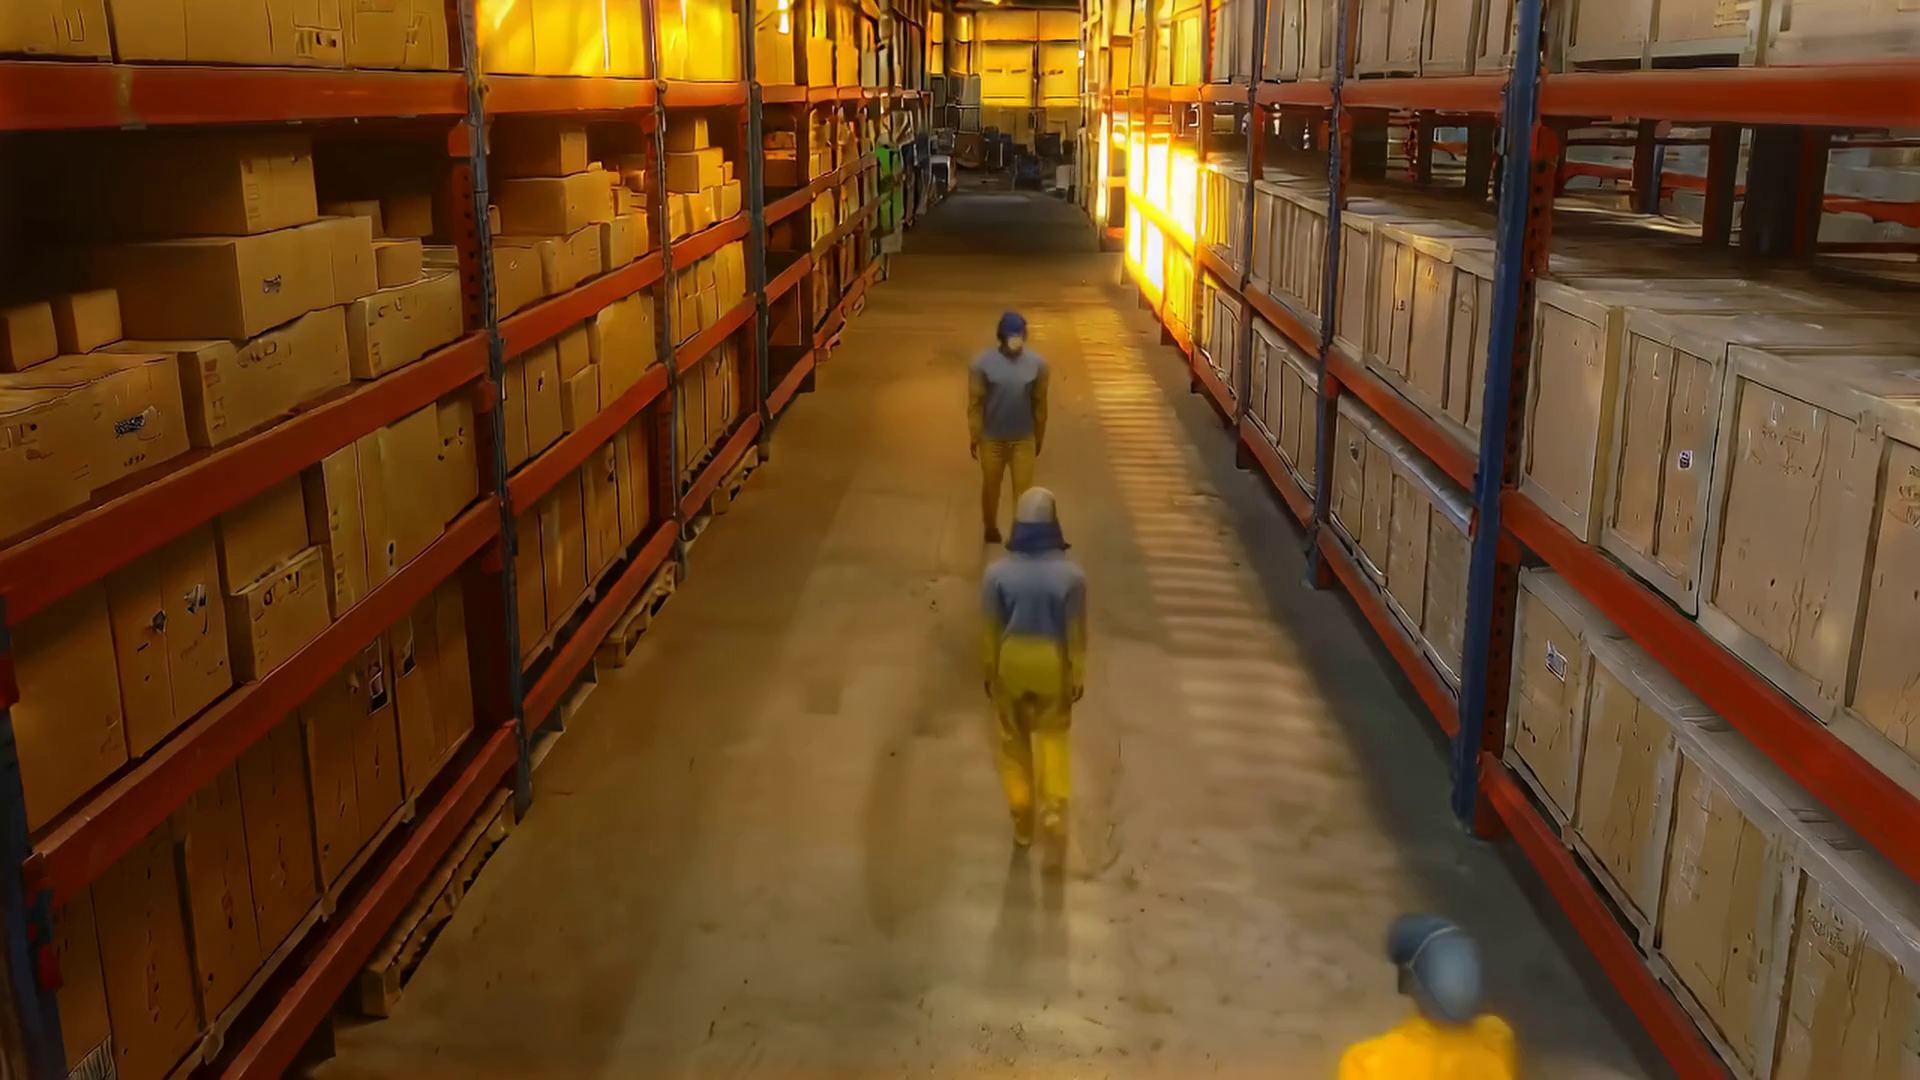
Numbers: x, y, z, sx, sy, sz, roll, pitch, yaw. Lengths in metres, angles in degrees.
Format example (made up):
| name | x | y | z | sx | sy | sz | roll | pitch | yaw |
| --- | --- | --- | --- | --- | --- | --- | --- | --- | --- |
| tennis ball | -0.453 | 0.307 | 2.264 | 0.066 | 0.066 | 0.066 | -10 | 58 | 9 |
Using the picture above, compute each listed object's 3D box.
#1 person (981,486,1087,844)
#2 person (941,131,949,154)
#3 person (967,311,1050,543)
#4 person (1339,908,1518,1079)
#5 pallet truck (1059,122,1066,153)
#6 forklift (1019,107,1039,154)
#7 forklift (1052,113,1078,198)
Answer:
| name | x | y | z | sx | sy | sz | roll | pitch | yaw |
| --- | --- | --- | --- | --- | --- | --- | --- | --- | --- |
| person | 0.337 | 0.611 | 7.710 | 0.490 | 1.728 | 0.429 | 1 | 15 | 2 |
| person | -0.690 | -16.415 | 70.690 | 0.614 | 1.921 | 0.637 | 2 | 15 | 7 |
| person | 0.355 | -0.817 | 12.706 | 0.635 | 1.906 | 0.960 | -1 | 15 | -5 |
| person | 1.121 | 1.668 | 3.996 | 0.517 | 1.610 | 0.763 | -9 | 17 | -30 |
| pallet truck | 5.788 | -21.111 | 88.014 | 1.885 | 1.965 | 0.823 | 5 | 16 | 18 |
| forklift | 3.381 | -19.719 | 81.158 | 1.129 | 2.768 | 1.873 | -7 | 17 | -24 |
| forklift | 4.119 | -12.977 | 56.076 | 1.873 | 2.768 | 1.129 | -1 | 15 | -4 |
